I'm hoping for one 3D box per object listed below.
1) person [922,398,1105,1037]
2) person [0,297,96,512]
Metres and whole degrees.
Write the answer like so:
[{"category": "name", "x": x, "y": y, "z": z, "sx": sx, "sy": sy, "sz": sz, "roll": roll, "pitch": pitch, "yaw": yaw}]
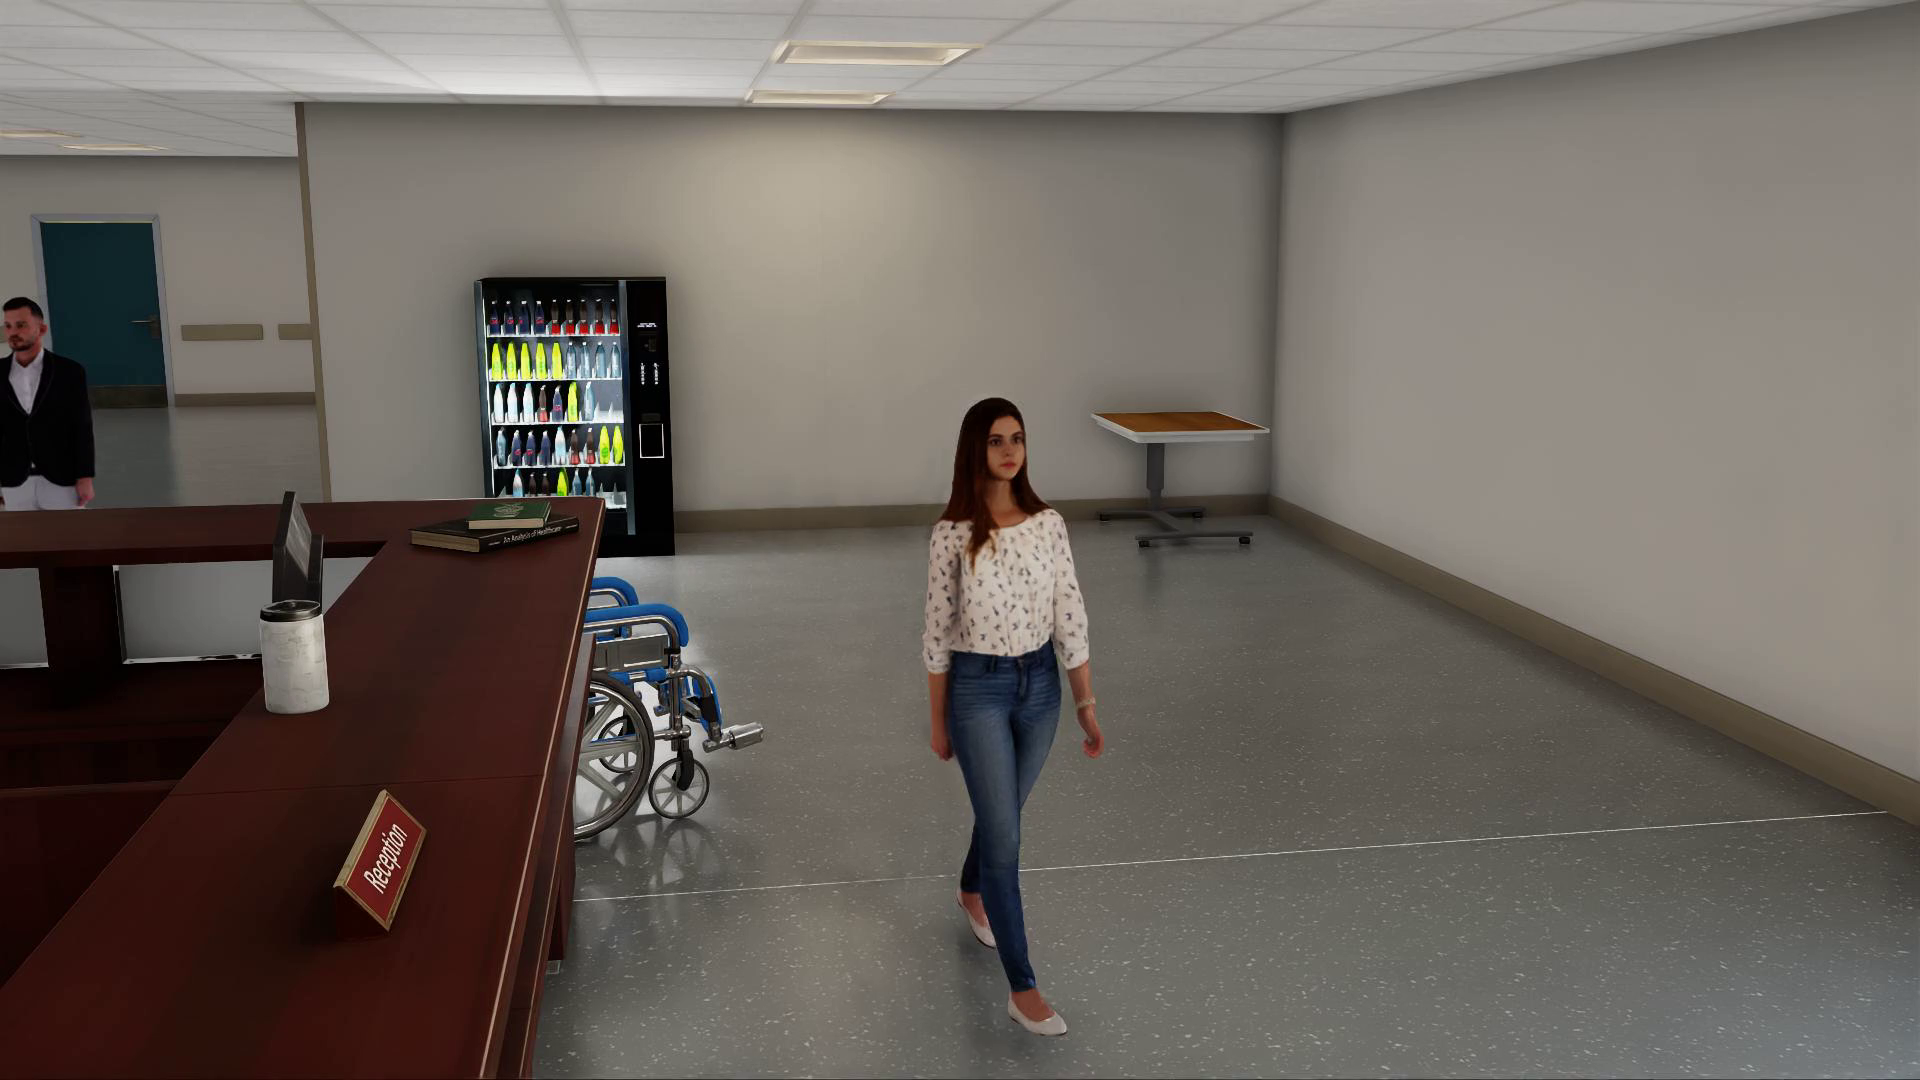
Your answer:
[{"category": "person", "x": 0.095, "y": 0.460, "z": 4.769, "sx": 1.131, "sy": 1.690, "sz": 0.816, "roll": -4, "pitch": 12, "yaw": -21}, {"category": "person", "x": -4.575, "y": -0.291, "z": 8.317, "sx": 0.477, "sy": 1.843, "sz": 0.708, "roll": -2, "pitch": 11, "yaw": -9}]
